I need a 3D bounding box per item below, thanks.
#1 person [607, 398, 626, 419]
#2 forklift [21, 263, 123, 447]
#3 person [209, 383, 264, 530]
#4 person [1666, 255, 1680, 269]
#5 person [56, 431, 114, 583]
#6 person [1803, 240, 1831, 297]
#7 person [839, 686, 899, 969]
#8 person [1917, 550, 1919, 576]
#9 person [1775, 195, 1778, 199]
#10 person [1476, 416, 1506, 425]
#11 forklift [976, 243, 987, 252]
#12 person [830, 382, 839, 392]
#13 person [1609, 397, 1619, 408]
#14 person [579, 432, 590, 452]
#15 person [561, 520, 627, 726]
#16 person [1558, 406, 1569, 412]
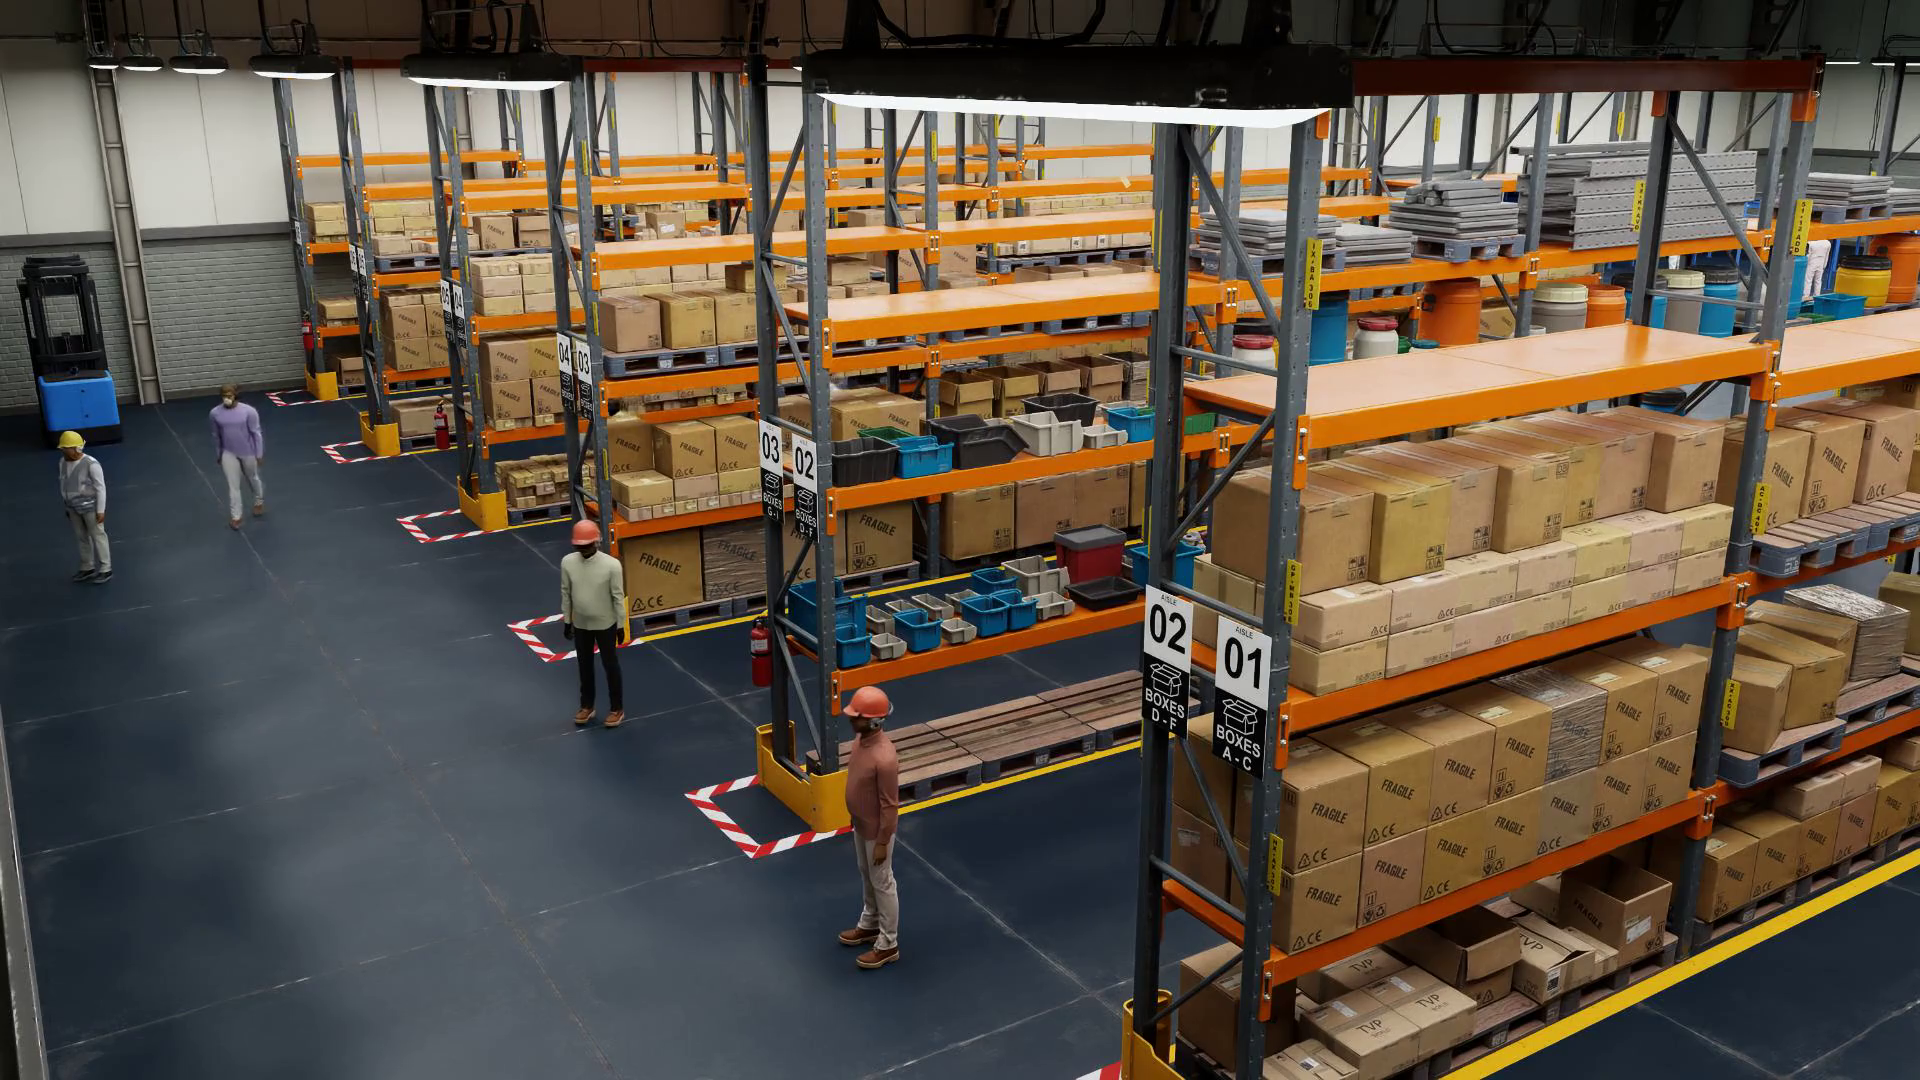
[{"bbox_3d":[-4.478,-1.048,20.758,0.553,1.827,0.631,-6,18,-19],"label":"person"},{"bbox_3d":[-14.518,-3.079,25.708,1.129,2.768,1.873,-10,20,-31],"label":"forklift"},{"bbox_3d":[-9.609,-1.169,21.050,0.642,1.895,1.000,-2,17,-8],"label":"person"},{"bbox_3d":[19.484,-7.825,42.958,0.619,1.840,0.430,-7,18,-20],"label":"person"},{"bbox_3d":[-10.340,-0.396,18.608,0.600,1.829,0.404,6,18,19],"label":"person"},{"bbox_3d":[21.580,-6.923,39.884,0.643,1.909,0.410,-2,17,-6],"label":"person"},{"bbox_3d":[-0.605,1.922,10.727,0.375,1.997,0.611,-7,18,-22],"label":"person"},{"bbox_3d":[11.393,-0.324,18.227,0.643,1.919,0.550,-2,17,-8],"label":"person"},{"bbox_3d":[25.649,-9.941,49.817,0.565,1.883,0.984,-13,21,-36],"label":"person"},{"bbox_3d":[7.228,-1.266,21.405,1.030,1.874,0.542,-3,17,-11],"label":"person"},{"bbox_3d":[0.988,-5.474,34.718,1.214,2.155,2.313,-10,20,-31],"label":"forklift"},{"bbox_3d":[-1.857,-1.622,22.469,0.660,1.925,0.620,-11,20,-32],"label":"person"},{"bbox_3d":[10.305,-2.167,24.387,0.581,1.853,1.032,8,19,25],"label":"person"},{"bbox_3d":[-5.790,-2.283,24.859,0.627,1.803,0.936,14,22,39],"label":"person"},{"bbox_3d":[-3.381,0.759,14.568,0.621,1.986,0.407,4,17,14],"label":"person"},{"bbox_3d":[10.073,-3.087,27.163,1.041,2.000,0.609,0,17,-1],"label":"person"}]
